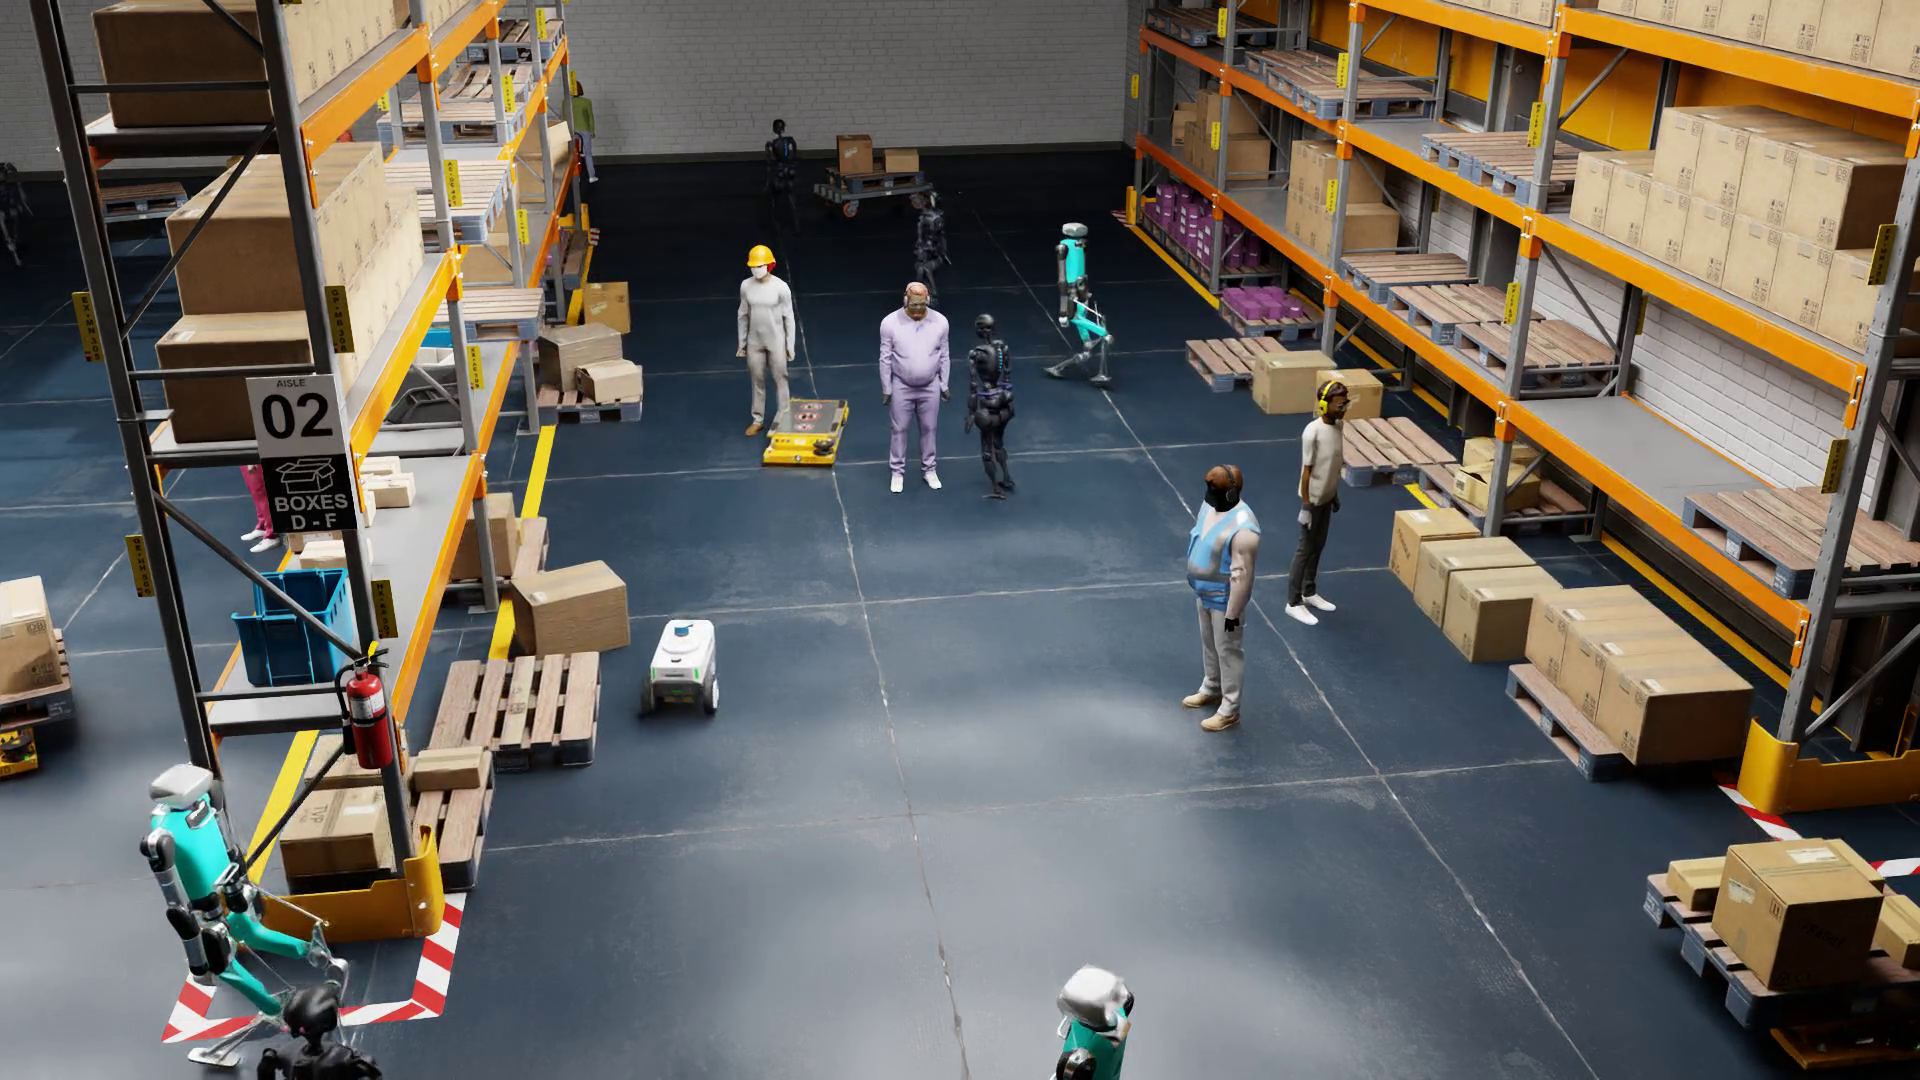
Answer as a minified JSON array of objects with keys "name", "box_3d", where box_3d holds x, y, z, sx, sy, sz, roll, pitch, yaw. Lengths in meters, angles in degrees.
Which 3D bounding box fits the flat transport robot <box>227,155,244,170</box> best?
[{"name":"flat transport robot","box_3d":[-10.278,-5.045,25.172,0.659,0.231,1.431,-5,24,-11]}]

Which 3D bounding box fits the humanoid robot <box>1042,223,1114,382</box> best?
[{"name":"humanoid robot","box_3d":[1.346,-2.410,17.395,1.062,1.746,0.564,15,28,30]}]

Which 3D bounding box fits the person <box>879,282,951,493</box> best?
[{"name":"person","box_3d":[-0.390,-1.351,14.728,0.638,1.902,0.410,-5,24,-12]}]

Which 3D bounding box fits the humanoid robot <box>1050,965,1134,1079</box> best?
[{"name":"humanoid robot","box_3d":[0.274,2.326,6.420,0.728,1.695,0.530,10,26,23]}]

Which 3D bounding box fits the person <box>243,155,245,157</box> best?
[{"name":"person","box_3d":[-9.338,-4.758,22.640,0.630,1.793,0.676,-15,28,-31]}]

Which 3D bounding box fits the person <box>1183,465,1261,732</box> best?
[{"name":"person","box_3d":[1.698,0.362,10.914,0.431,1.838,0.624,-6,25,-14]}]

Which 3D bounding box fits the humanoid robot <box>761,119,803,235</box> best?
[{"name":"humanoid robot","box_3d":[-2.557,-5.210,23.852,0.601,1.621,0.792,-19,30,-36]}]

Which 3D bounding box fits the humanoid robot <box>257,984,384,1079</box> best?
[{"name":"humanoid robot","box_3d":[-2.393,2.427,6.403,0.613,1.643,0.311,4,24,9]}]

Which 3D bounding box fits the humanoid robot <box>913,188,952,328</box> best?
[{"name":"humanoid robot","box_3d":[-0.403,-3.337,19.598,0.747,1.648,0.601,15,28,31]}]

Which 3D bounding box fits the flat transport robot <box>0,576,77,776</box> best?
[{"name":"flat transport robot","box_3d":[-6.494,1.196,10.953,0.659,0.231,1.431,-13,27,-27]}]

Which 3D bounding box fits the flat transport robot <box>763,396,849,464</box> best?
[{"name":"flat transport robot","box_3d":[-1.475,-1.069,16.114,0.659,0.231,1.431,1,24,2]}]

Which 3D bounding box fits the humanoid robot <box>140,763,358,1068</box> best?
[{"name":"humanoid robot","box_3d":[-3.212,1.845,7.724,1.034,1.773,0.547,2,24,5]}]

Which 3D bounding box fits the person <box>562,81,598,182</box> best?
[{"name":"person","box_3d":[-6.208,-6.666,27.160,0.499,1.635,0.286,0,24,-1]}]

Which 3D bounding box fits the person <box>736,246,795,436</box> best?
[{"name":"person","box_3d":[-1.864,-1.899,15.985,0.584,1.894,0.373,5,24,12]}]

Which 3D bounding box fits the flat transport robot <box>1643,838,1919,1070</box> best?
[{"name":"flat transport robot","box_3d":[4.295,2.195,8.678,0.659,0.231,1.431,-3,24,-7]}]

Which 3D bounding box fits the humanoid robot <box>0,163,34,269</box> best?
[{"name":"humanoid robot","box_3d":[-12.683,-4.438,22.115,0.814,1.625,0.586,21,31,39]}]

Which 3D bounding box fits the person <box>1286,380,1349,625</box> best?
[{"name":"person","box_3d":[2.686,-0.297,12.364,0.326,1.870,0.511,19,30,36]}]

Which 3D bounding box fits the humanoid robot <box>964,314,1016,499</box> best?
[{"name":"humanoid robot","box_3d":[0.289,-1.175,14.613,0.367,1.656,0.616,18,29,35]}]

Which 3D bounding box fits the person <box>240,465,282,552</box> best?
[{"name":"person","box_3d":[-5.826,-0.708,13.589,0.276,1.632,0.506,-15,28,-31]}]

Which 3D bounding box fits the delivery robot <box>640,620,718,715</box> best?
[{"name":"delivery robot","box_3d":[-1.894,0.864,11.376,0.499,0.613,0.789,0,24,0]}]

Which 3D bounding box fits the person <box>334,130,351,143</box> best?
[{"name":"person","box_3d":[-8.334,-4.743,22.658,0.578,1.729,0.502,1,24,2]}]
